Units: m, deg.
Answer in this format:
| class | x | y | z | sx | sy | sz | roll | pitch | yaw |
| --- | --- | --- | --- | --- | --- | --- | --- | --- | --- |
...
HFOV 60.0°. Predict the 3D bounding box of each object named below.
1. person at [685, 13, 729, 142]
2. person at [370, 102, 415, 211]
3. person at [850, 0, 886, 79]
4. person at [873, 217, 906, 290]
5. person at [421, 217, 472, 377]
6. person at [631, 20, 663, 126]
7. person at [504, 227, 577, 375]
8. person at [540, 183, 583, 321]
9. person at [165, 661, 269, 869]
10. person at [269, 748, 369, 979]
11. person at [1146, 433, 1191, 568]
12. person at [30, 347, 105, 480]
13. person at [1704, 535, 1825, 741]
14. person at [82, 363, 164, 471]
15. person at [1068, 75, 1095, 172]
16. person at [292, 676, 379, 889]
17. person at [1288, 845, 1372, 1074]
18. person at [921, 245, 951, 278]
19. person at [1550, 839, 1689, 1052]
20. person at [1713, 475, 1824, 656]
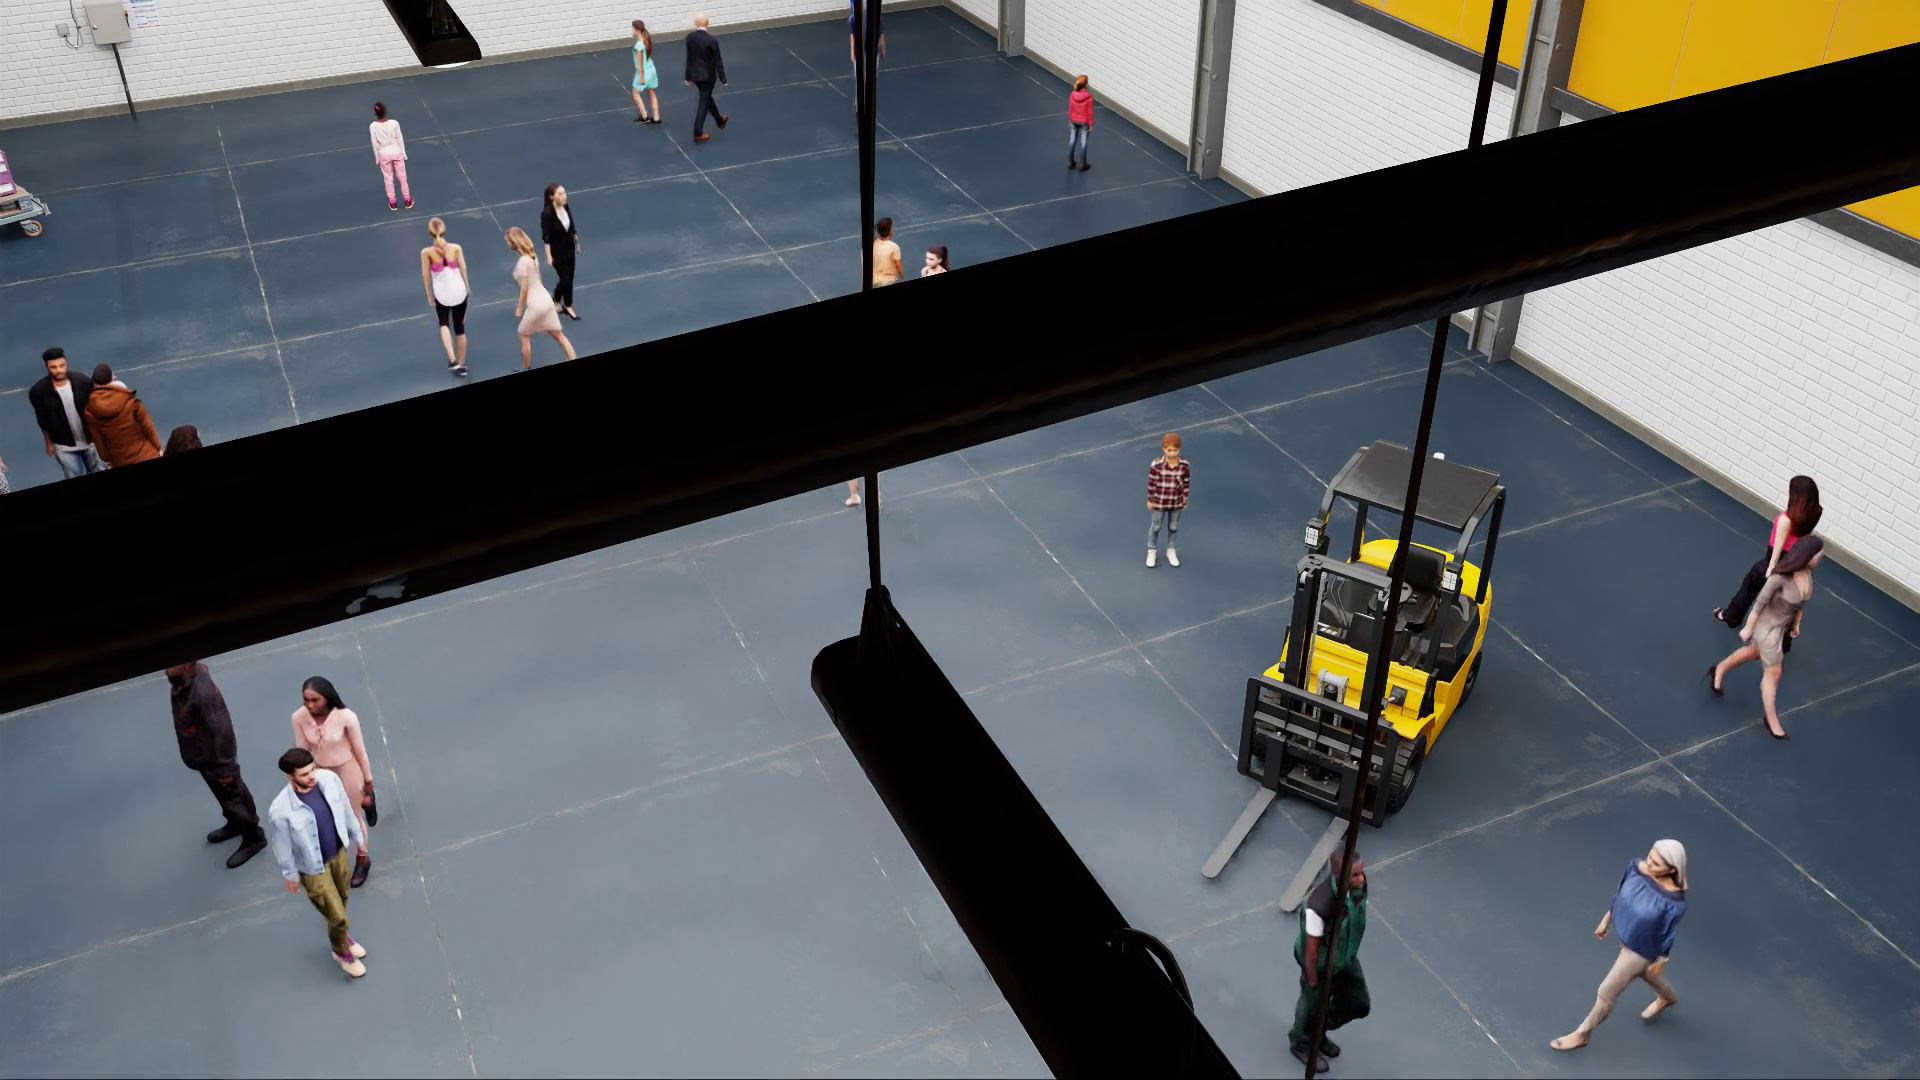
| class | x | y | z | sx | sy | sz | roll | pitch | yaw |
| --- | --- | --- | --- | --- | --- | --- | --- | --- | --- |
| person | -3.696 | -6.553 | 23.717 | 1.199 | 1.752 | 1.209 | 16 | 37 | 23 |
| person | -7.435 | -5.033 | 21.708 | 0.568 | 1.445 | 0.516 | -10 | 35 | -15 |
| person | -1.375 | -7.131 | 24.560 | 1.020 | 1.781 | 1.252 | 2 | 34 | 3 |
| person | -0.860 | -2.824 | 18.391 | 0.896 | 1.439 | 0.944 | 12 | 36 | 18 |
| person | -5.400 | -2.543 | 17.663 | 0.626 | 1.776 | 0.578 | -13 | 36 | -18 |
| person | -4.532 | -6.809 | 24.291 | 0.773 | 1.543 | 0.713 | 15 | 36 | 21 |
| person | -4.347 | -2.390 | 17.438 | 0.976 | 1.769 | 0.976 | 9 | 35 | 14 |
| person | -4.577 | -3.269 | 18.869 | 0.797 | 1.649 | 0.749 | 17 | 37 | 24 |
| person | -5.203 | 1.450 | 11.611 | 0.832 | 1.825 | 0.653 | -27 | 42 | -34 |
| person | -4.184 | 2.034 | 10.755 | 0.867 | 1.799 | 0.833 | 17 | 37 | 24 |
| person | 1.848 | -0.371 | 14.820 | 0.601 | 1.306 | 0.626 | -2 | 34 | -3 |
| person | -8.170 | -1.011 | 15.336 | 0.749 | 1.800 | 0.691 | -19 | 38 | -27 |
| person | 6.235 | 0.657 | 12.919 | 0.669 | 1.697 | 1.103 | -17 | 37 | -24 |
| person | -7.370 | -0.676 | 14.824 | 1.027 | 1.808 | 1.208 | 3 | 34 | 5 |
| person | 1.656 | -5.754 | 22.911 | 0.584 | 1.314 | 0.662 | 17 | 37 | 23 |
| person | -4.257 | 1.587 | 11.515 | 0.871 | 1.703 | 1.037 | 1 | 34 | 2 |
| person | 2.157 | 2.482 | 10.057 | 0.802 | 1.826 | 0.823 | -28 | 43 | -35 |
| person | -0.238 | -2.366 | 17.548 | 0.580 | 1.608 | 0.692 | 26 | 42 | 33 |
| person | 4.242 | 2.464 | 10.236 | 0.829 | 1.658 | 1.145 | -8 | 34 | -12 |
| person | 6.785 | 0.250 | 13.593 | 0.631 | 1.629 | 0.935 | -12 | 35 | -17 |
